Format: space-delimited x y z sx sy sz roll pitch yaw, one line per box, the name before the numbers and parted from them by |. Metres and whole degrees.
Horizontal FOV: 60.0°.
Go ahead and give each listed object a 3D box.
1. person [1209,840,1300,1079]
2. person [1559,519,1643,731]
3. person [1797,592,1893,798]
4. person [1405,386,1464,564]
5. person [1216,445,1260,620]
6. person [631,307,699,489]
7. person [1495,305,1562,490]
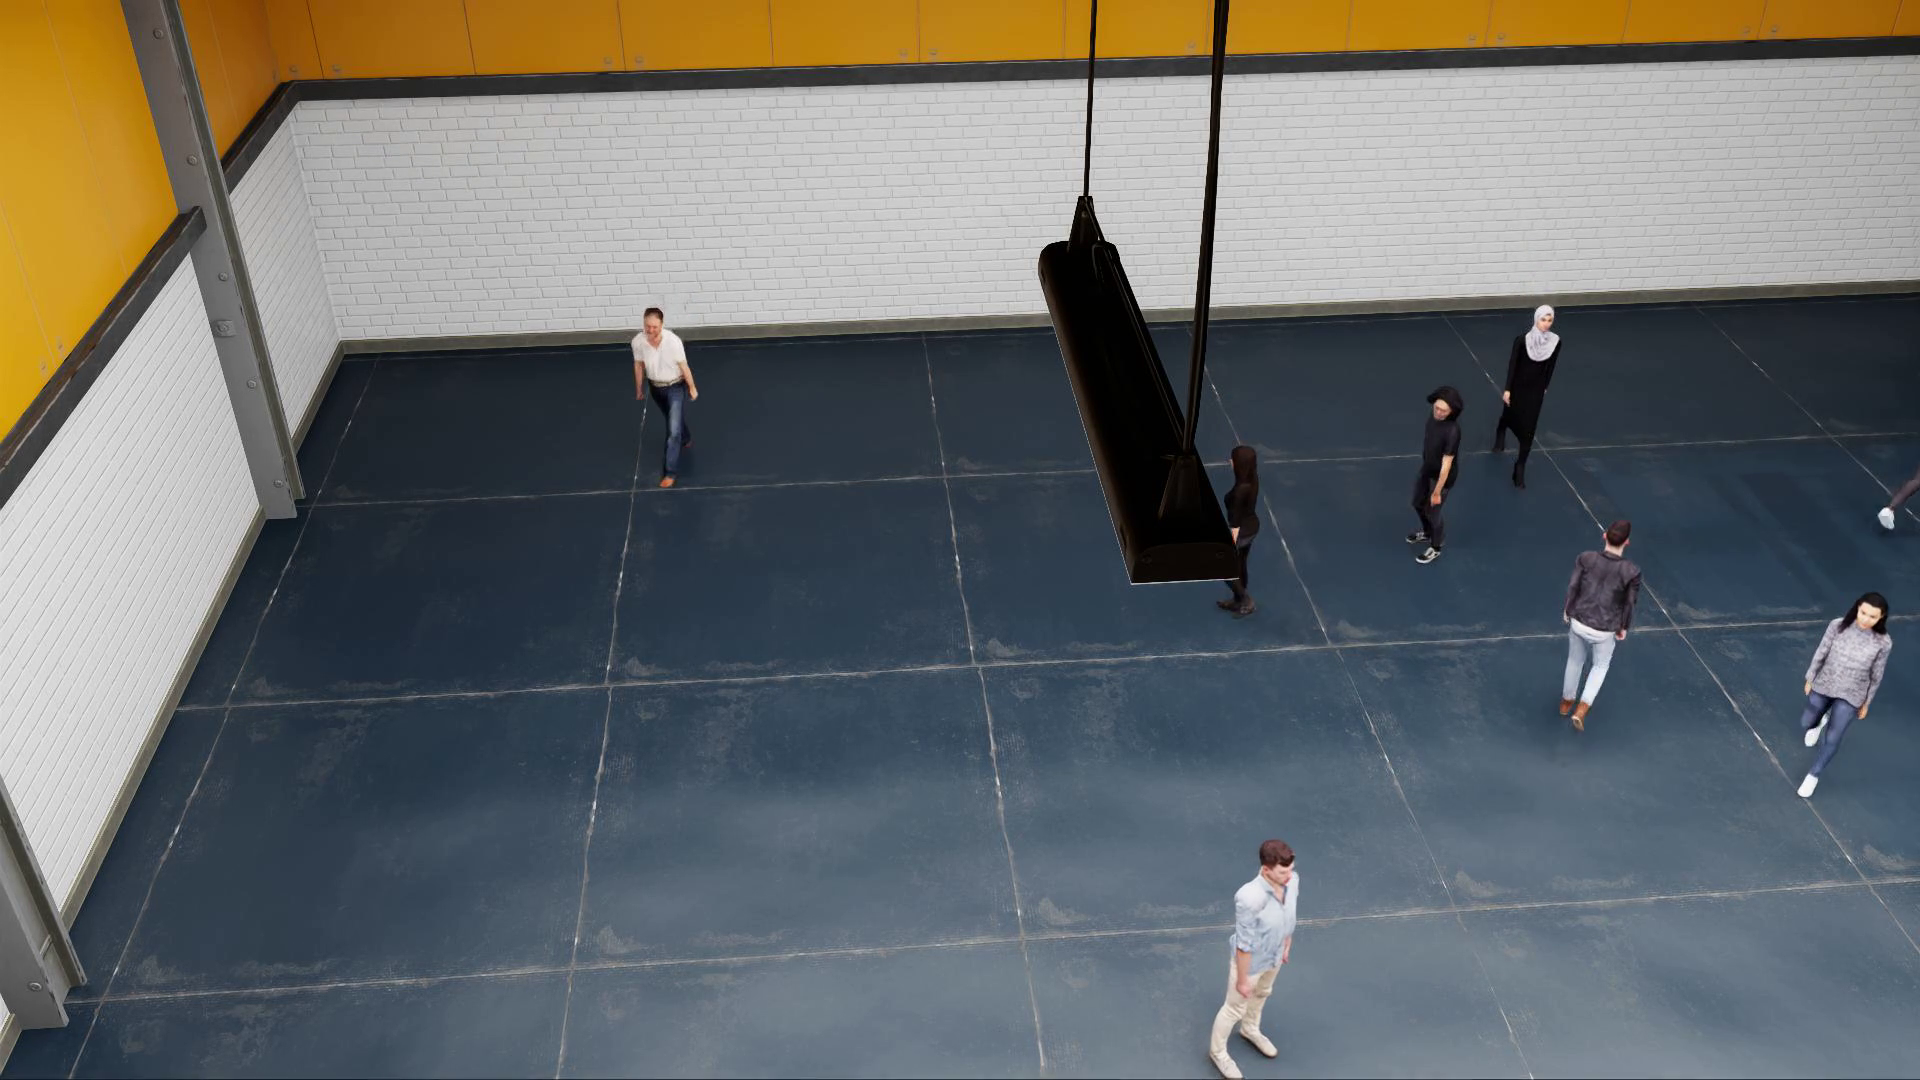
person | 1.764 2.455 9.891 0.727 1.842 0.740 -24 41 -32
person | 4.786 0.673 12.590 0.909 1.822 1.003 17 37 24
person | 6.431 1.057 12.105 0.953 1.719 1.017 24 41 32
person | 4.209 -0.598 14.528 0.807 1.794 0.639 1 34 2
person | 2.409 -0.035 13.829 0.796 1.630 0.734 19 38 26
person | -2.750 -1.461 15.834 1.107 1.785 1.362 14 36 20
person | 5.351 -1.441 15.847 0.805 1.738 1.222 5 34 8
